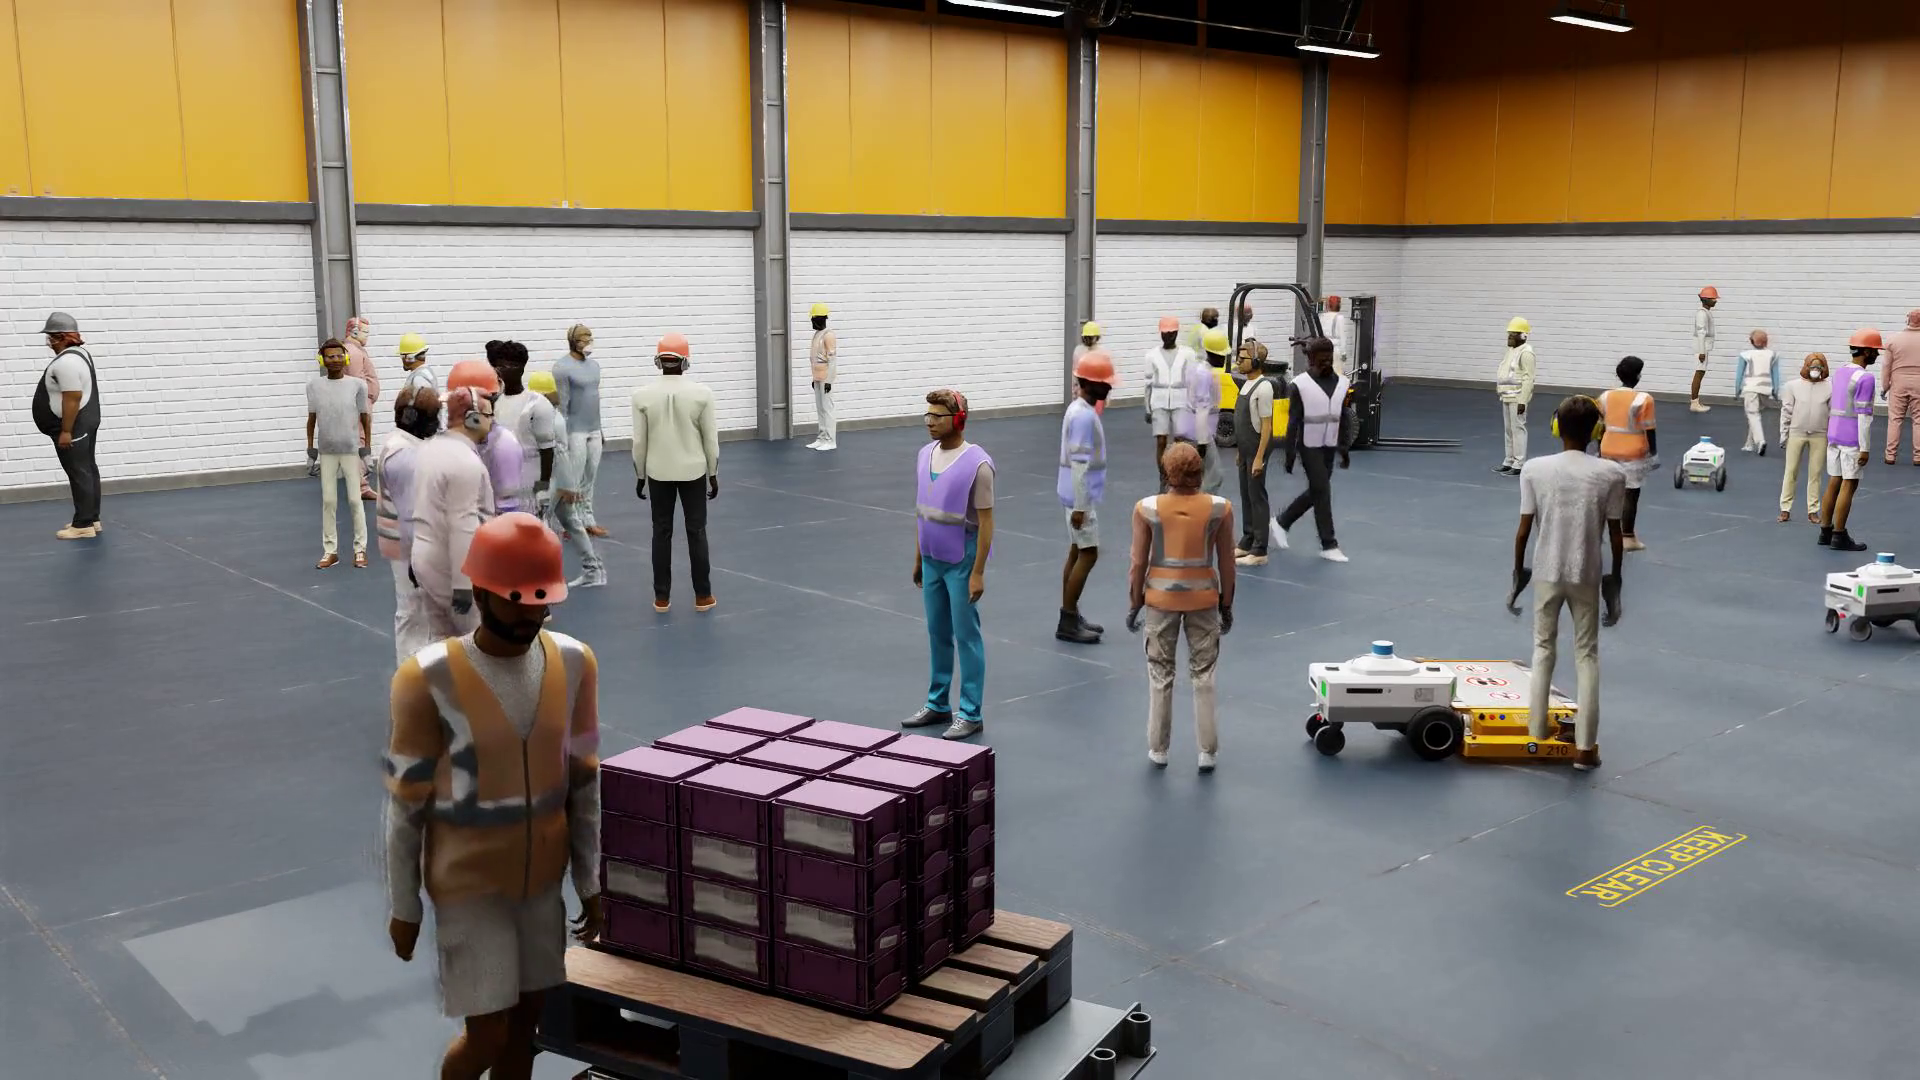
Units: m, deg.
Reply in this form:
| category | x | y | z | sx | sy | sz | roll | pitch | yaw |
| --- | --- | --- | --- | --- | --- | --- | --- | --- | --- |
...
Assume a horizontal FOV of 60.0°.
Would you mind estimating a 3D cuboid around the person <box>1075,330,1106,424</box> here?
| category | x | y | z | sx | sy | sz | roll | pitch | yaw |
| --- | --- | --- | --- | --- | --- | --- | --- | --- | --- |
| person | 1.727 | -2.049 | 22.126 | 0.506 | 1.632 | 0.271 | 6 | 12 | 33 |

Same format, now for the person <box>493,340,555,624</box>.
| category | x | y | z | sx | sy | sz | roll | pitch | yaw |
| --- | --- | --- | --- | --- | --- | --- | --- | --- | --- |
| person | -3.053 | -0.389 | 11.435 | 0.607 | 1.967 | 0.367 | 5 | 11 | 26 |

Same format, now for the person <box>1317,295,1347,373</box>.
| category | x | y | z | sx | sy | sz | roll | pitch | yaw |
| --- | --- | --- | --- | --- | --- | --- | --- | --- | --- |
| person | 6.306 | -3.221 | 28.301 | 0.511 | 1.868 | 0.580 | -5 | 11 | -28 |

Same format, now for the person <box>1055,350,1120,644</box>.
| category | x | y | z | sx | sy | sz | roll | pitch | yaw |
| --- | --- | --- | --- | --- | --- | --- | --- | --- | --- |
| person | 0.839 | -0.293 | 11.011 | 0.413 | 1.922 | 0.651 | 1 | 10 | 4 |

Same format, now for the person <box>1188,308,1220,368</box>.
| category | x | y | z | sx | sy | sz | roll | pitch | yaw |
| --- | --- | --- | --- | --- | --- | --- | --- | --- | --- |
| person | 3.475 | -2.400 | 23.717 | 0.695 | 1.802 | 0.646 | 0 | 10 | 0 |

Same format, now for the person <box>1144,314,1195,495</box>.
| category | x | y | z | sx | sy | sz | roll | pitch | yaw |
| --- | --- | --- | --- | --- | --- | --- | --- | --- | --- |
| person | 2.224 | -1.441 | 17.693 | 0.555 | 1.927 | 0.516 | 1 | 10 | 6 |

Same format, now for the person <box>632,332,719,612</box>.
| category | x | y | z | sx | sy | sz | roll | pitch | yaw |
| --- | --- | --- | --- | --- | --- | --- | --- | --- | --- |
| person | -2.017 | -0.475 | 11.850 | 0.611 | 1.996 | 0.379 | -1 | 10 | -4 |

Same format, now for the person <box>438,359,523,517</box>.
| category | x | y | z | sx | sy | sz | roll | pitch | yaw |
| --- | --- | --- | --- | --- | --- | --- | --- | --- | --- |
| person | -2.463 | 0.057 | 8.693 | 0.778 | 2.025 | 0.627 | -8 | 12 | -38 |

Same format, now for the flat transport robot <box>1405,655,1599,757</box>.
| category | x | y | z | sx | sy | sz | roll | pitch | yaw |
| --- | --- | --- | --- | --- | --- | --- | --- | --- | --- |
| flat transport robot | 2.873 | 0.877 | 8.980 | 0.652 | 0.197 | 1.431 | 0 | 10 | 1 |

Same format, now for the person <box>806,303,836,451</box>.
| category | x | y | z | sx | sy | sz | roll | pitch | yaw |
| --- | --- | --- | --- | --- | --- | --- | --- | --- | --- |
| person | -1.809 | -2.135 | 21.772 | 0.367 | 1.927 | 0.590 | -5 | 11 | -26 |

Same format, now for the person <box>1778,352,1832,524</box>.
| category | x | y | z | sx | sy | sz | roll | pitch | yaw |
| --- | --- | --- | --- | --- | --- | --- | --- | --- | --- |
| person | 8.070 | -0.972 | 15.827 | 0.497 | 1.632 | 0.289 | 4 | 10 | 22 |

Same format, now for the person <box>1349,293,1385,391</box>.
| category | x | y | z | sx | sy | sz | roll | pitch | yaw |
| --- | --- | --- | --- | --- | --- | --- | --- | --- | --- |
| person | 7.219 | -3.458 | 29.639 | 0.651 | 1.889 | 0.651 | -4 | 11 | -24 |

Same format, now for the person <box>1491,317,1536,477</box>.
| category | x | y | z | sx | sy | sz | roll | pitch | yaw |
| --- | --- | --- | --- | --- | --- | --- | --- | --- | --- |
| person | 6.381 | -1.641 | 19.153 | 0.404 | 1.831 | 0.601 | 0 | 10 | 0 |

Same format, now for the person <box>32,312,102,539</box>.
| category | x | y | z | sx | sy | sz | roll | pitch | yaw |
| --- | --- | --- | --- | --- | --- | --- | --- | --- | --- |
| person | -8.065 | -1.038 | 15.018 | 0.536 | 2.000 | 0.672 | -3 | 10 | -15 |

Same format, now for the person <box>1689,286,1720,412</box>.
| category | x | y | z | sx | sy | sz | roll | pitch | yaw |
| --- | --- | --- | --- | --- | --- | --- | --- | --- | --- |
| person | 12.147 | -3.108 | 27.126 | 0.374 | 2.042 | 0.615 | 5 | 11 | 27 |

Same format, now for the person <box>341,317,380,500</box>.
| category | x | y | z | sx | sy | sz | roll | pitch | yaw |
| --- | --- | --- | --- | --- | --- | --- | --- | --- | --- |
| person | -6.261 | -1.369 | 17.366 | 0.407 | 1.902 | 0.639 | -6 | 11 | -31 |

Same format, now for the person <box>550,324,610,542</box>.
| category | x | y | z | sx | sy | sz | roll | pitch | yaw |
| --- | --- | --- | --- | --- | --- | --- | --- | --- | --- |
| person | -3.374 | -0.946 | 14.796 | 0.357 | 1.935 | 0.642 | 4 | 10 | 22 |

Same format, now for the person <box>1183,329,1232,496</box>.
| category | x | y | z | sx | sy | sz | roll | pitch | yaw |
| --- | --- | --- | --- | --- | --- | --- | --- | --- | --- |
| person | 2.220 | -0.956 | 15.010 | 0.483 | 1.884 | 0.668 | 1 | 10 | 7 |

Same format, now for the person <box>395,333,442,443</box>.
| category | x | y | z | sx | sy | sz | roll | pitch | yaw |
| --- | --- | --- | --- | --- | --- | --- | --- | --- | --- |
| person | -4.970 | -0.981 | 15.298 | 0.403 | 1.827 | 0.601 | -3 | 10 | -16 |

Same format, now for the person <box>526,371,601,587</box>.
| category | x | y | z | sx | sy | sz | roll | pitch | yaw |
| --- | --- | --- | --- | --- | --- | --- | --- | --- | --- |
| person | -3.127 | -0.430 | 12.475 | 0.896 | 1.683 | 0.577 | -5 | 11 | -25 |

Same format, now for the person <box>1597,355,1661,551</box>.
| category | x | y | z | sx | sy | sz | roll | pitch | yaw |
| --- | --- | --- | --- | --- | --- | --- | --- | --- | --- |
| person | 5.729 | -0.737 | 14.271 | 0.388 | 1.695 | 0.552 | -6 | 11 | -30 |

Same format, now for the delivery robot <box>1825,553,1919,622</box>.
| category | x | y | z | sx | sy | sz | roll | pitch | yaw |
| --- | --- | --- | --- | --- | --- | --- | --- | --- | --- |
| delivery robot | 6.150 | 0.329 | 11.083 | 0.707 | 0.478 | 0.477 | -3 | 10 | -16 |

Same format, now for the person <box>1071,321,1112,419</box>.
| category | x | y | z | sx | sy | sz | roll | pitch | yaw |
| --- | --- | --- | --- | --- | --- | --- | --- | --- | --- |
| person | 1.600 | -1.772 | 20.155 | 0.535 | 1.750 | 0.465 | 5 | 11 | 26 |

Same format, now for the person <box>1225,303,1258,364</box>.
| category | x | y | z | sx | sy | sz | roll | pitch | yaw |
| --- | --- | --- | --- | --- | --- | --- | --- | --- | --- |
| person | 4.006 | -2.513 | 24.191 | 0.617 | 1.862 | 0.630 | -6 | 12 | -33 |

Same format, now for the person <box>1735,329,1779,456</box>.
| category | x | y | z | sx | sy | sz | roll | pitch | yaw |
| --- | --- | --- | --- | --- | --- | --- | --- | --- | --- |
| person | 10.215 | -1.884 | 21.263 | 0.526 | 1.605 | 0.817 | 0 | 10 | 2 |

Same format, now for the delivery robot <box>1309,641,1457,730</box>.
| category | x | y | z | sx | sy | sz | roll | pitch | yaw |
| --- | --- | --- | --- | --- | --- | --- | --- | --- | --- |
| delivery robot | 2.164 | 0.762 | 8.546 | 0.707 | 0.478 | 0.477 | 0 | 10 | 1 |

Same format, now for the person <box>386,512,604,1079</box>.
| category | x | y | z | sx | sy | sz | roll | pitch | yaw |
| --- | --- | --- | --- | --- | --- | --- | --- | --- | --- |
| person | -1.147 | 0.865 | 4.246 | 0.457 | 1.912 | 0.544 | 10 | 14 | 44 |

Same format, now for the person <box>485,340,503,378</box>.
| category | x | y | z | sx | sy | sz | roll | pitch | yaw |
| --- | --- | --- | --- | --- | --- | --- | --- | --- | --- |
| person | -4.636 | -1.182 | 16.870 | 0.319 | 1.694 | 0.533 | -1 | 10 | -4 |

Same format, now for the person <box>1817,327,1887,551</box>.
| category | x | y | z | sx | sy | sz | roll | pitch | yaw |
| --- | --- | --- | --- | --- | --- | --- | --- | --- | --- |
| person | 7.718 | -0.867 | 14.362 | 0.390 | 1.929 | 0.539 | 0 | 10 | 0 |

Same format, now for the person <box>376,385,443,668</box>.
| category | x | y | z | sx | sy | sz | roll | pitch | yaw |
| --- | --- | --- | --- | --- | --- | --- | --- | --- | --- |
| person | -2.972 | 0.068 | 9.151 | 0.430 | 1.835 | 0.625 | -3 | 10 | -16 |

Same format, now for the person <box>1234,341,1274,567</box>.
| category | x | y | z | sx | sy | sz | roll | pitch | yaw |
| --- | --- | --- | --- | --- | --- | --- | --- | --- | --- |
| person | 2.388 | -0.706 | 13.641 | 0.345 | 1.847 | 0.504 | -2 | 10 | -9 |

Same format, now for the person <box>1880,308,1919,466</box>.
| category | x | y | z | sx | sy | sz | roll | pitch | yaw |
| --- | --- | --- | --- | --- | --- | --- | --- | --- | --- |
| person | 11.529 | -1.850 | 20.166 | 0.652 | 1.906 | 0.403 | 6 | 12 | 32 |

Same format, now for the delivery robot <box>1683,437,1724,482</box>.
| category | x | y | z | sx | sy | sz | roll | pitch | yaw |
| --- | --- | --- | --- | --- | --- | --- | --- | --- | --- |
| delivery robot | 8.140 | -0.886 | 18.194 | 0.477 | 0.478 | 0.707 | 6 | 11 | 30 |

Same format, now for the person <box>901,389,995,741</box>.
| category | x | y | z | sx | sy | sz | roll | pitch | yaw |
| --- | --- | --- | --- | --- | --- | --- | --- | --- | --- |
| person | -0.037 | 0.124 | 8.792 | 0.390 | 1.843 | 0.563 | -8 | 13 | -39 |

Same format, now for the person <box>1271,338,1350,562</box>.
| category | x | y | z | sx | sy | sz | roll | pitch | yaw |
| --- | --- | --- | --- | --- | --- | --- | --- | --- | --- |
| person | 2.967 | -0.783 | 14.046 | 0.608 | 1.873 | 0.878 | -6 | 11 | -30 |

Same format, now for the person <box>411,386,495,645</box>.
| category | x | y | z | sx | sy | sz | roll | pitch | yaw |
| --- | --- | --- | --- | --- | --- | --- | --- | --- | --- |
| person | -2.569 | 0.164 | 8.448 | 0.480 | 1.881 | 0.657 | -7 | 12 | -36 |

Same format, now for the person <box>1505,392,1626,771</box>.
| category | x | y | z | sx | sy | sz | roll | pitch | yaw |
| --- | --- | --- | --- | --- | --- | --- | --- | --- | --- |
| person | 3.012 | 0.204 | 8.254 | 0.534 | 1.867 | 0.309 | 4 | 10 | 20 |

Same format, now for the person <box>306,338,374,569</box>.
| category | x | y | z | sx | sy | sz | roll | pitch | yaw |
| --- | --- | --- | --- | --- | --- | --- | --- | --- | --- |
| person | -5.049 | -0.699 | 13.522 | 0.531 | 1.874 | 0.317 | -1 | 10 | -8 |

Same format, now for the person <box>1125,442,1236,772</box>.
| category | x | y | z | sx | sy | sz | roll | pitch | yaw |
| --- | --- | --- | --- | --- | --- | --- | --- | --- | --- |
| person | 1.088 | 0.343 | 8.195 | 0.542 | 1.639 | 0.464 | 0 | 10 | 3 |

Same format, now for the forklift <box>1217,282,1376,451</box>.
| category | x | y | z | sx | sy | sz | roll | pitch | yaw |
| --- | --- | --- | --- | --- | --- | --- | --- | --- | --- |
| forklift | 4.328 | -2.346 | 22.227 | 2.313 | 2.155 | 1.214 | 3 | 10 | 16 |
